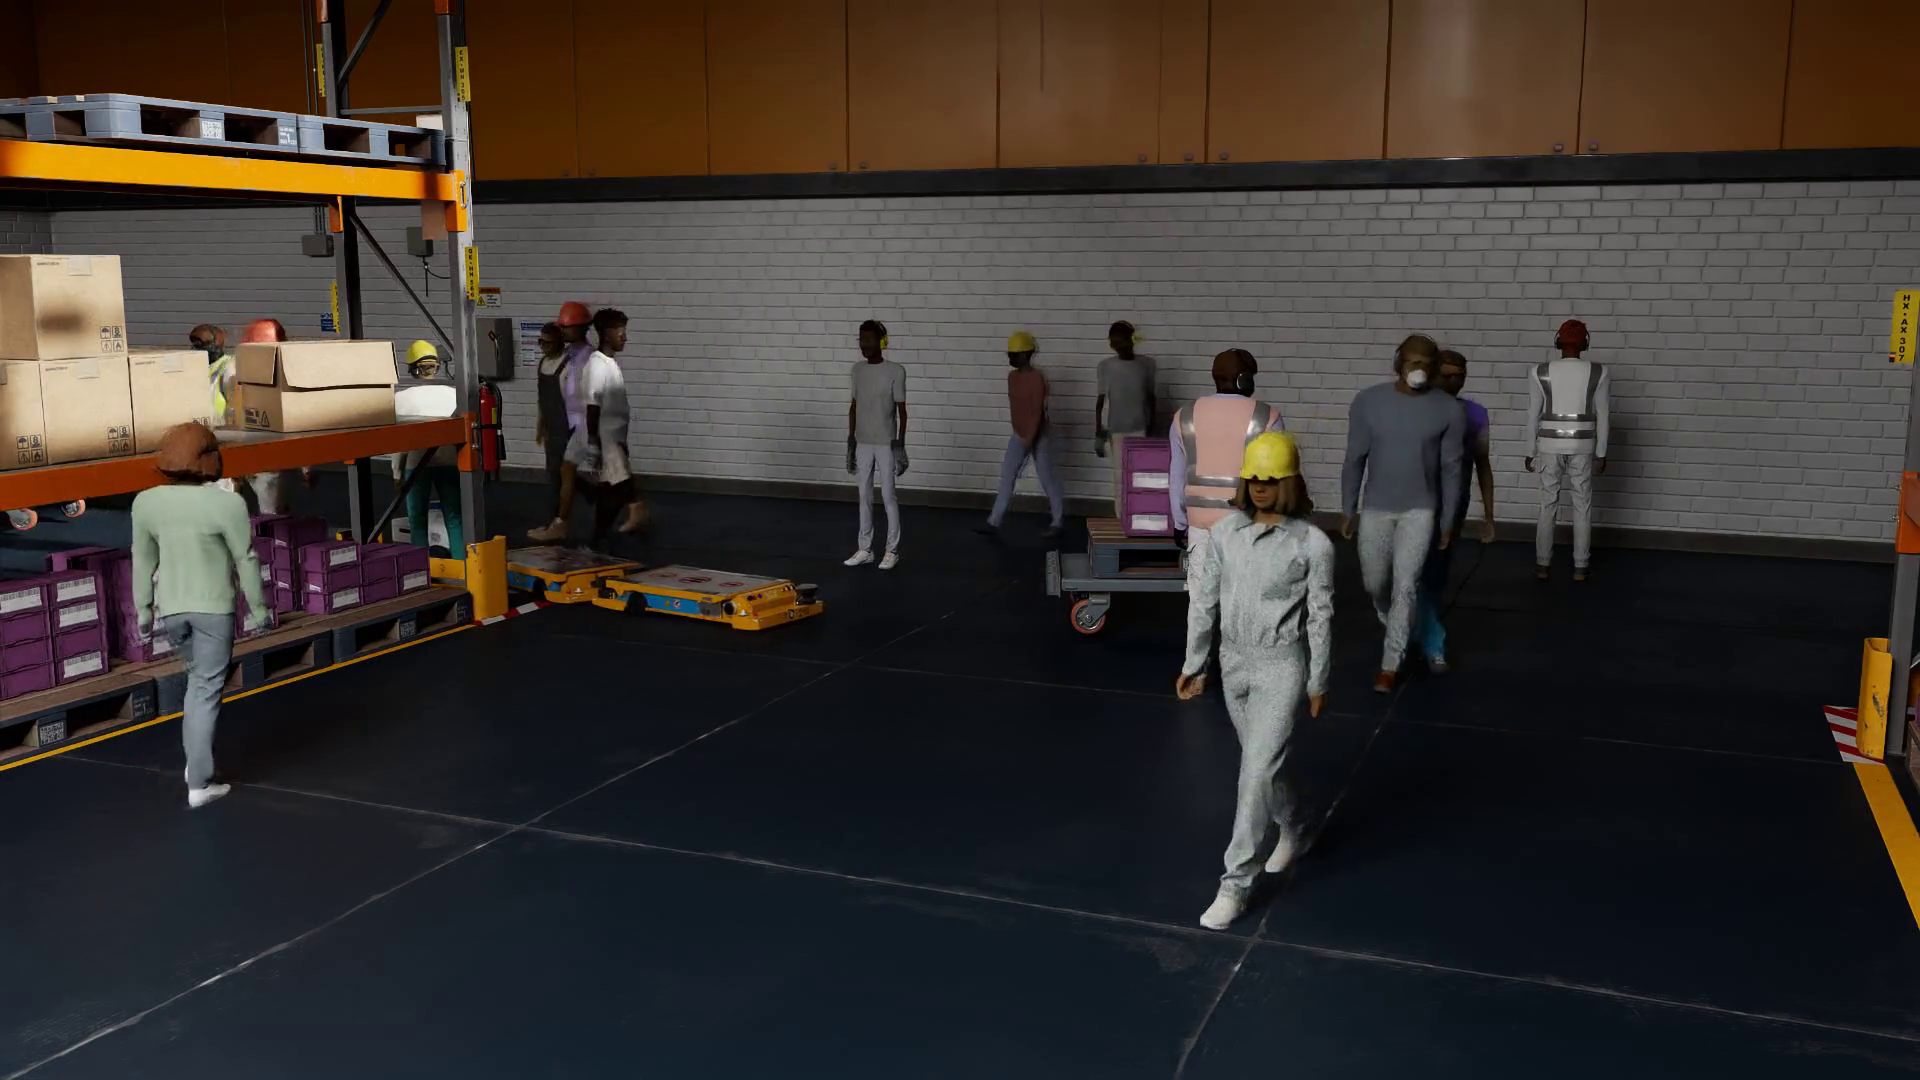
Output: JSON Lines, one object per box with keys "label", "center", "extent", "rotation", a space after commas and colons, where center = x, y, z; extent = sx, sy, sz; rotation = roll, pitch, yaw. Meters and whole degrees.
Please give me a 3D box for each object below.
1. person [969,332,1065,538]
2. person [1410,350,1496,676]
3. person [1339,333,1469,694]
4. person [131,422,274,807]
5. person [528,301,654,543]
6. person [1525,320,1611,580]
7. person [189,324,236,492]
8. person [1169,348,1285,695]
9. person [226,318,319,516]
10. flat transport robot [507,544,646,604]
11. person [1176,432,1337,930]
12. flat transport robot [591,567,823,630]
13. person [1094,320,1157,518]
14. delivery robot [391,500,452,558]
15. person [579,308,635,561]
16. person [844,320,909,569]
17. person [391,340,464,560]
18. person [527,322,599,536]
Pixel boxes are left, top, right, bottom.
{"label": "person", "center": [0.504, -0.848, 13.741], "extent": [0.886, 1.716, 0.568], "rotation": [-6, 11, -32]}
{"label": "person", "center": [2.716, -0.162, 9.353], "extent": [0.580, 1.793, 0.873], "rotation": [-1, 9, -7]}
{"label": "person", "center": [2.399, -0.163, 9.006], "extent": [0.648, 1.921, 0.730], "rotation": [4, 10, 20]}
{"label": "person", "center": [-3.194, 0.305, 7.068], "extent": [0.514, 1.613, 0.499], "rotation": [2, 10, 10]}
{"label": "person", "center": [-3.050, -0.983, 13.812], "extent": [1.058, 1.993, 0.618], "rotation": [-5, 10, -25]}
{"label": "person", "center": [4.392, -0.647, 12.040], "extent": [0.572, 1.883, 0.356], "rotation": [3, 10, 20]}
{"label": "person", "center": [-5.615, -0.706, 12.552], "extent": [0.652, 1.831, 0.462], "rotation": [9, 13, 43]}
{"label": "person", "center": [1.419, -0.084, 8.760], "extent": [0.632, 1.839, 0.429], "rotation": [4, 10, 25]}
{"label": "person", "center": [-4.612, -0.523, 11.200], "extent": [0.555, 1.916, 0.660], "rotation": [6, 11, 34]}
{"label": "flat transport robot", "center": [-2.846, 0.220, 11.660], "extent": [1.431, 0.197, 0.652], "rotation": [9, 13, 44]}
{"label": "person", "center": [1.093, 0.454, 5.940], "extent": [0.489, 1.698, 0.900], "rotation": [8, 13, 42]}
{"label": "flat transport robot", "center": [-1.652, 0.359, 10.816], "extent": [1.431, 0.197, 0.652], "rotation": [6, 11, 33]}
{"label": "person", "center": [1.353, -0.877, 13.585], "extent": [0.536, 1.829, 0.533], "rotation": [0, 9, -1]}
{"label": "delivery robot", "center": [-3.810, -0.045, 12.125], "extent": [0.707, 0.478, 0.477], "rotation": [6, 11, 32]}
{"label": "person", "center": [-2.612, -0.751, 12.429], "extent": [0.420, 1.953, 0.621], "rotation": [0, 9, -2]}
{"label": "person", "center": [-0.624, -0.709, 12.499], "extent": [0.554, 1.859, 0.316], "rotation": [5, 11, 29]}
{"label": "person", "center": [-3.666, -0.493, 11.494], "extent": [0.533, 1.759, 0.343], "rotation": [-7, 11, -35]}
{"label": "person", "center": [-3.291, -0.927, 13.956], "extent": [0.566, 1.813, 0.793], "rotation": [9, 13, 43]}
